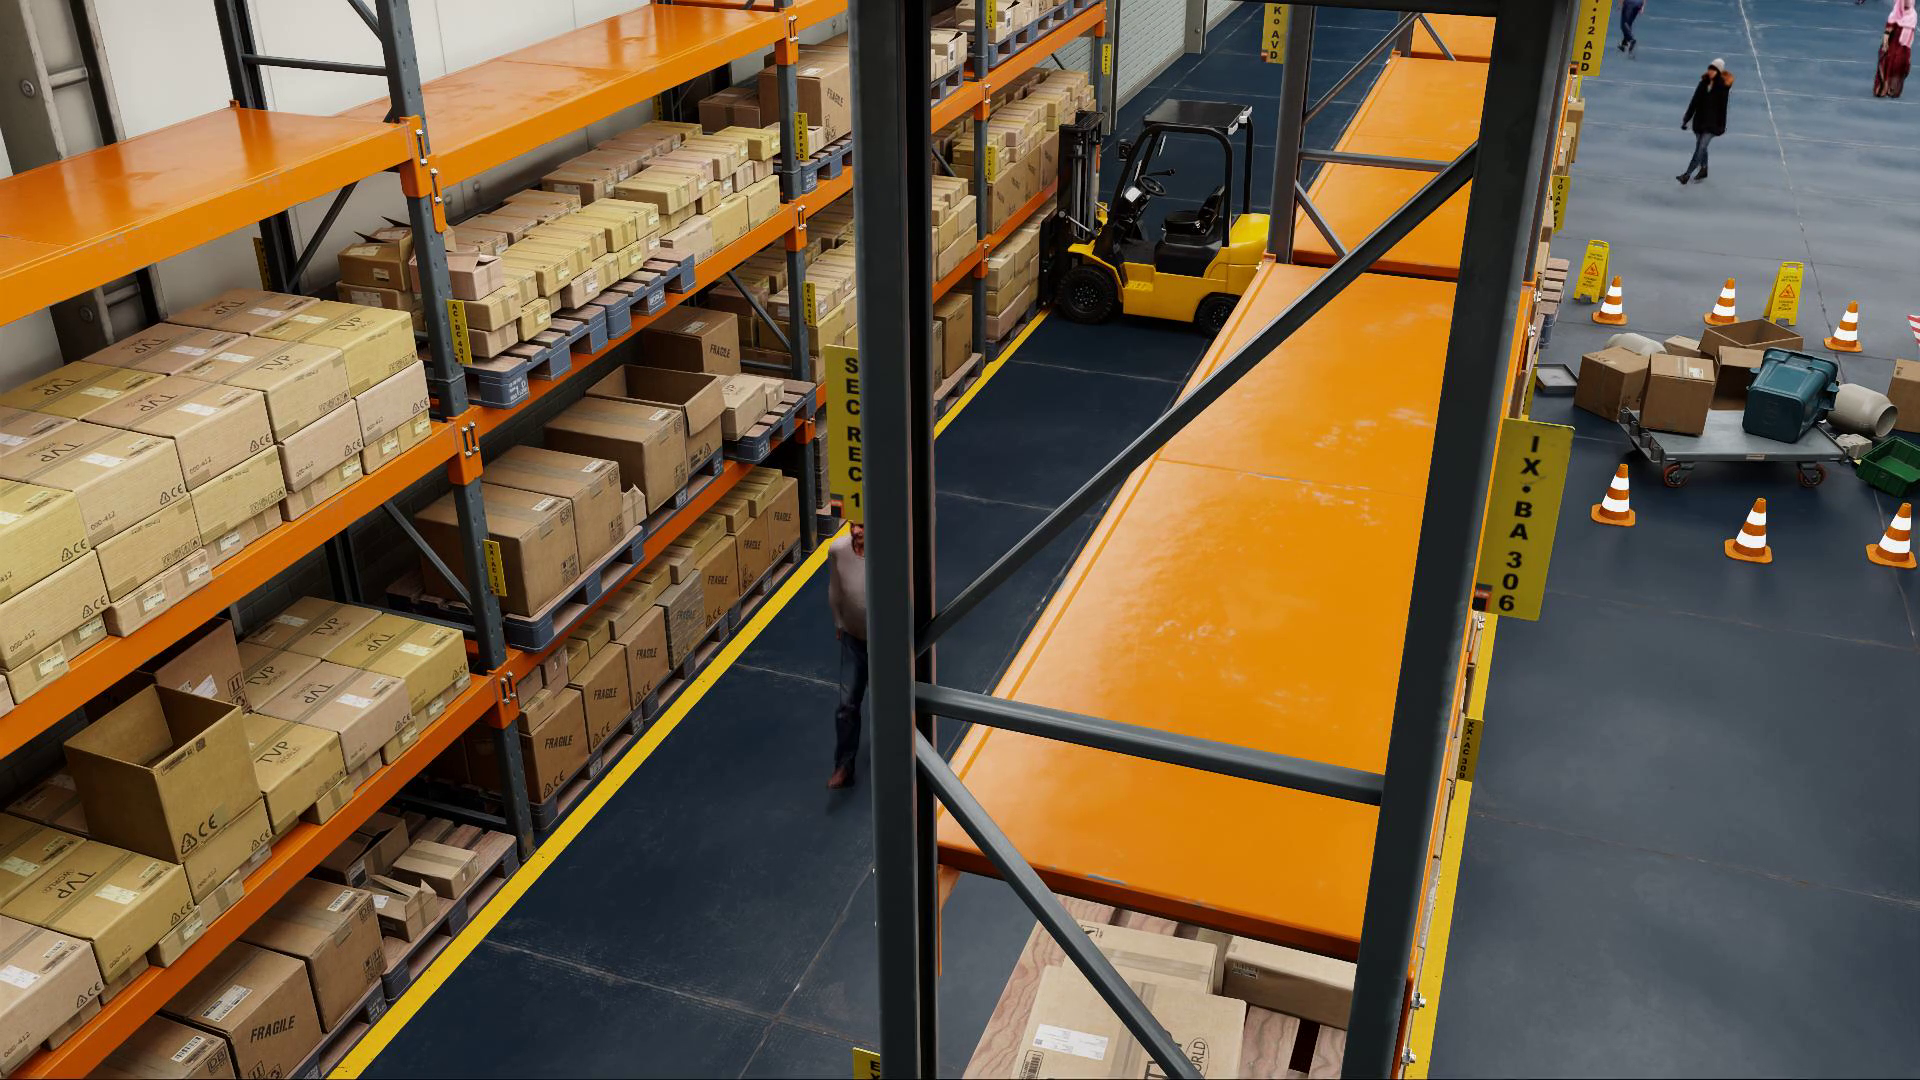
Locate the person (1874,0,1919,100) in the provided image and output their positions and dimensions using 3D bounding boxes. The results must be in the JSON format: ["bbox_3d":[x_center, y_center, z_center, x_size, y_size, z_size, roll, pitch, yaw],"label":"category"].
[{"bbox_3d":[14.576,-7.733,25.962,0.750,1.623,0.800,0,28,1],"label":"person"}]

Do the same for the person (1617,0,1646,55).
[{"bbox_3d":[11.657,-9.269,28.759,0.857,1.704,1.064,-2,28,-5],"label":"person"}]

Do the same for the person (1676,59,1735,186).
[{"bbox_3d":[9.774,-5.441,21.689,1.141,1.594,1.010,-18,33,-30],"label":"person"}]
